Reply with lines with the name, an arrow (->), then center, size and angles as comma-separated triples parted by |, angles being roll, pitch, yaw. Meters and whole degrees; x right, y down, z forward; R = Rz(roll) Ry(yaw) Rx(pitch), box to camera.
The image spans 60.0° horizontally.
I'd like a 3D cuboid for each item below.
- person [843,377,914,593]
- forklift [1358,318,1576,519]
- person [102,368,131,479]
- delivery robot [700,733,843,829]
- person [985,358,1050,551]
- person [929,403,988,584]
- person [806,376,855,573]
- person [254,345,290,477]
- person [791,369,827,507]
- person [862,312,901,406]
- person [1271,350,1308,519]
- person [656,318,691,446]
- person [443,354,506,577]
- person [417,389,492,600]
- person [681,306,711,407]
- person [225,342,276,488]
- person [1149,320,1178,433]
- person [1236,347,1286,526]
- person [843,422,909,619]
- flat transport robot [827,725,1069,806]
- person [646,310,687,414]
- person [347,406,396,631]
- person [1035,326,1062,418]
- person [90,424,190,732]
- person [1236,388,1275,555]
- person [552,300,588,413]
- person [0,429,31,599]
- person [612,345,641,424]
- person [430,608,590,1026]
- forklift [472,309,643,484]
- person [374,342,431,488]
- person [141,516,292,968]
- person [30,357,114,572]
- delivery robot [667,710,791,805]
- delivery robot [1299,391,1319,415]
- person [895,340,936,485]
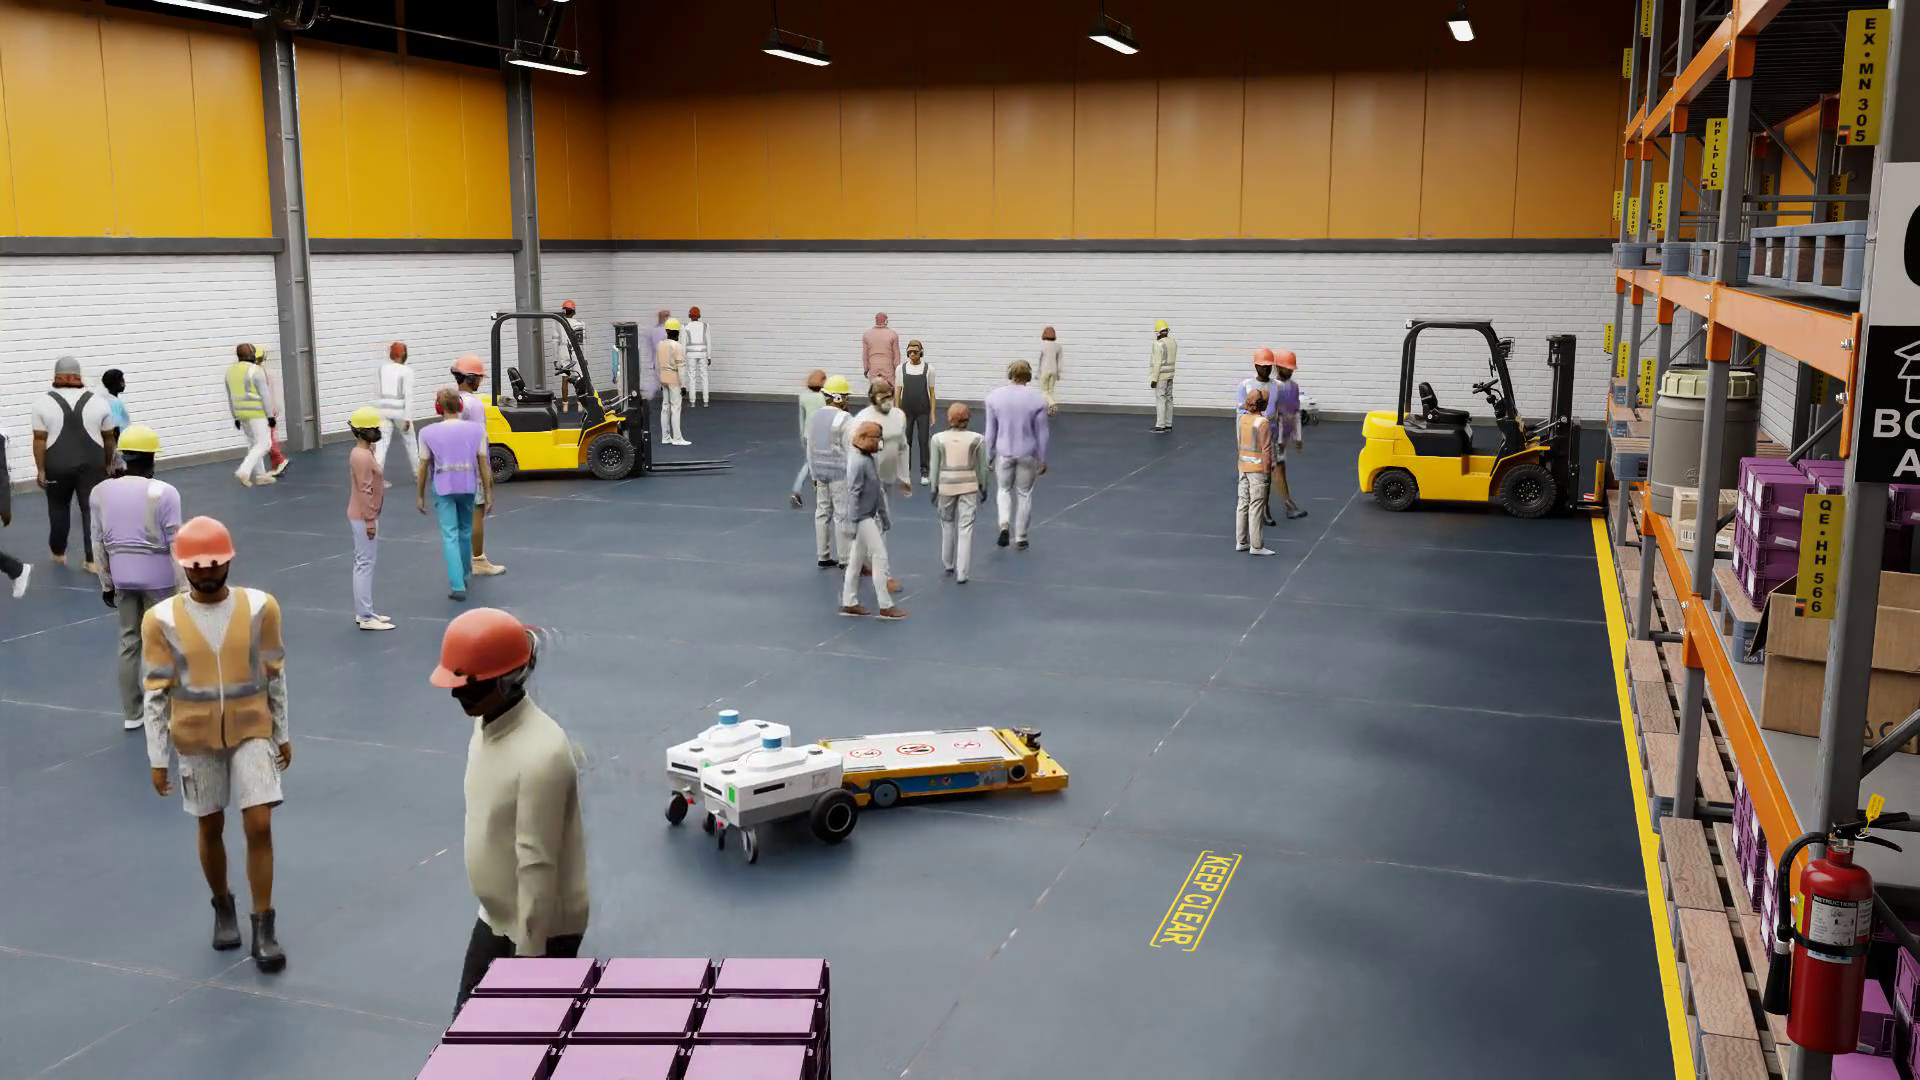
person -> -0.792, -0.514, 14.782 | 0.874, 1.899, 0.646 | 7, 12, 34
forklift -> 5.787, -1.437, 19.079 | 2.313, 2.155, 1.214 | 3, 11, 19
person -> -9.410, -1.064, 18.439 | 0.664, 1.674, 0.538 | -8, 13, -37
delivery robot -> -0.952, 1.225, 8.443 | 0.707, 0.478, 0.477 | -8, 13, -37
person -> 0.570, -0.837, 16.460 | 0.643, 1.921, 0.486 | 2, 10, 10
person -> -0.005, -0.444, 15.158 | 0.527, 1.604, 0.822 | 1, 10, 5
person -> -1.154, -0.609, 15.452 | 0.591, 1.828, 0.404 | 9, 13, 41
person -> -9.053, -1.662, 21.597 | 0.395, 1.735, 0.559 | -6, 12, -32
person -> -1.665, -1.183, 19.303 | 0.515, 1.611, 0.727 | 7, 12, 34
person -> -1.318, -2.903, 28.153 | 0.650, 1.904, 0.401 | 2, 10, 11
person -> 3.555, -1.193, 18.626 | 0.554, 1.873, 1.037 | -7, 12, -33
person -> -4.352, -2.391, 25.206 | 0.593, 1.926, 0.366 | 9, 13, 41
person -> -4.477, -0.682, 15.263 | 0.608, 2.042, 0.375 | 9, 13, 41
person -> -4.400, -0.412, 14.428 | 0.589, 1.802, 0.882 | -6, 12, -31
person -> -4.939, -3.426, 31.156 | 0.572, 1.883, 0.353 | -4, 11, -19
person -> -8.882, -1.561, 20.829 | 0.642, 1.821, 0.719 | 6, 11, 29
person -> 3.269, -2.642, 26.913 | 0.404, 1.824, 0.586 | 8, 13, 37
person -> 3.249, -1.107, 17.945 | 0.546, 1.939, 0.375 | -1, 10, -8
person -> -0.658, -0.154, 13.473 | 0.695, 1.604, 0.530 | 2, 10, 10
flat transport robot -> -0.170, 1.257, 9.325 | 1.431, 0.197, 0.652 | -3, 10, -14
person -> -5.349, -3.186, 29.835 | 0.654, 1.878, 0.910 | 8, 13, 39
person -> -4.675, -0.173, 13.168 | 0.330, 1.768, 0.526 | -4, 11, -22
person -> 1.560, -2.917, 29.043 | 0.517, 1.617, 0.416 | -5, 11, -27
person -> -5.081, 0.241, 10.392 | 0.594, 1.922, 0.386 | 1, 10, 6
person -> 2.890, -0.669, 16.314 | 0.309, 1.641, 0.515 | -4, 11, -22
person -> -7.059, -3.325, 30.138 | 0.615, 2.042, 0.374 | -2, 10, -9
person -> -8.025, -0.334, 13.702 | 0.596, 1.902, 0.722 | 3, 11, 19
person -> -5.632, -2.767, 28.117 | 0.515, 1.645, 0.308 | -7, 12, -34
person -> -1.365, 1.157, 5.135 | 0.456, 1.962, 0.617 | -7, 13, -36
forklift -> -5.354, -1.902, 21.697 | 2.313, 2.155, 1.214 | -2, 10, -13
person -> -7.116, -1.576, 20.966 | 0.557, 1.824, 1.065 | 3, 10, 16
person -> -3.089, 0.857, 6.960 | 0.565, 1.906, 0.794 | -5, 11, -26
person -> -8.326, -0.744, 15.612 | 0.695, 2.000, 0.965 | -7, 12, -34
delivery robot -> -1.227, 1.151, 8.858 | 0.477, 0.478, 0.707 | 7, 12, 33
delivery robot -> 5.760, -2.278, 28.166 | 0.707, 0.478, 0.477 | -10, 14, -43
person -> -0.563, -1.606, 21.012 | 0.521, 1.844, 0.331 | 1, 10, 4
